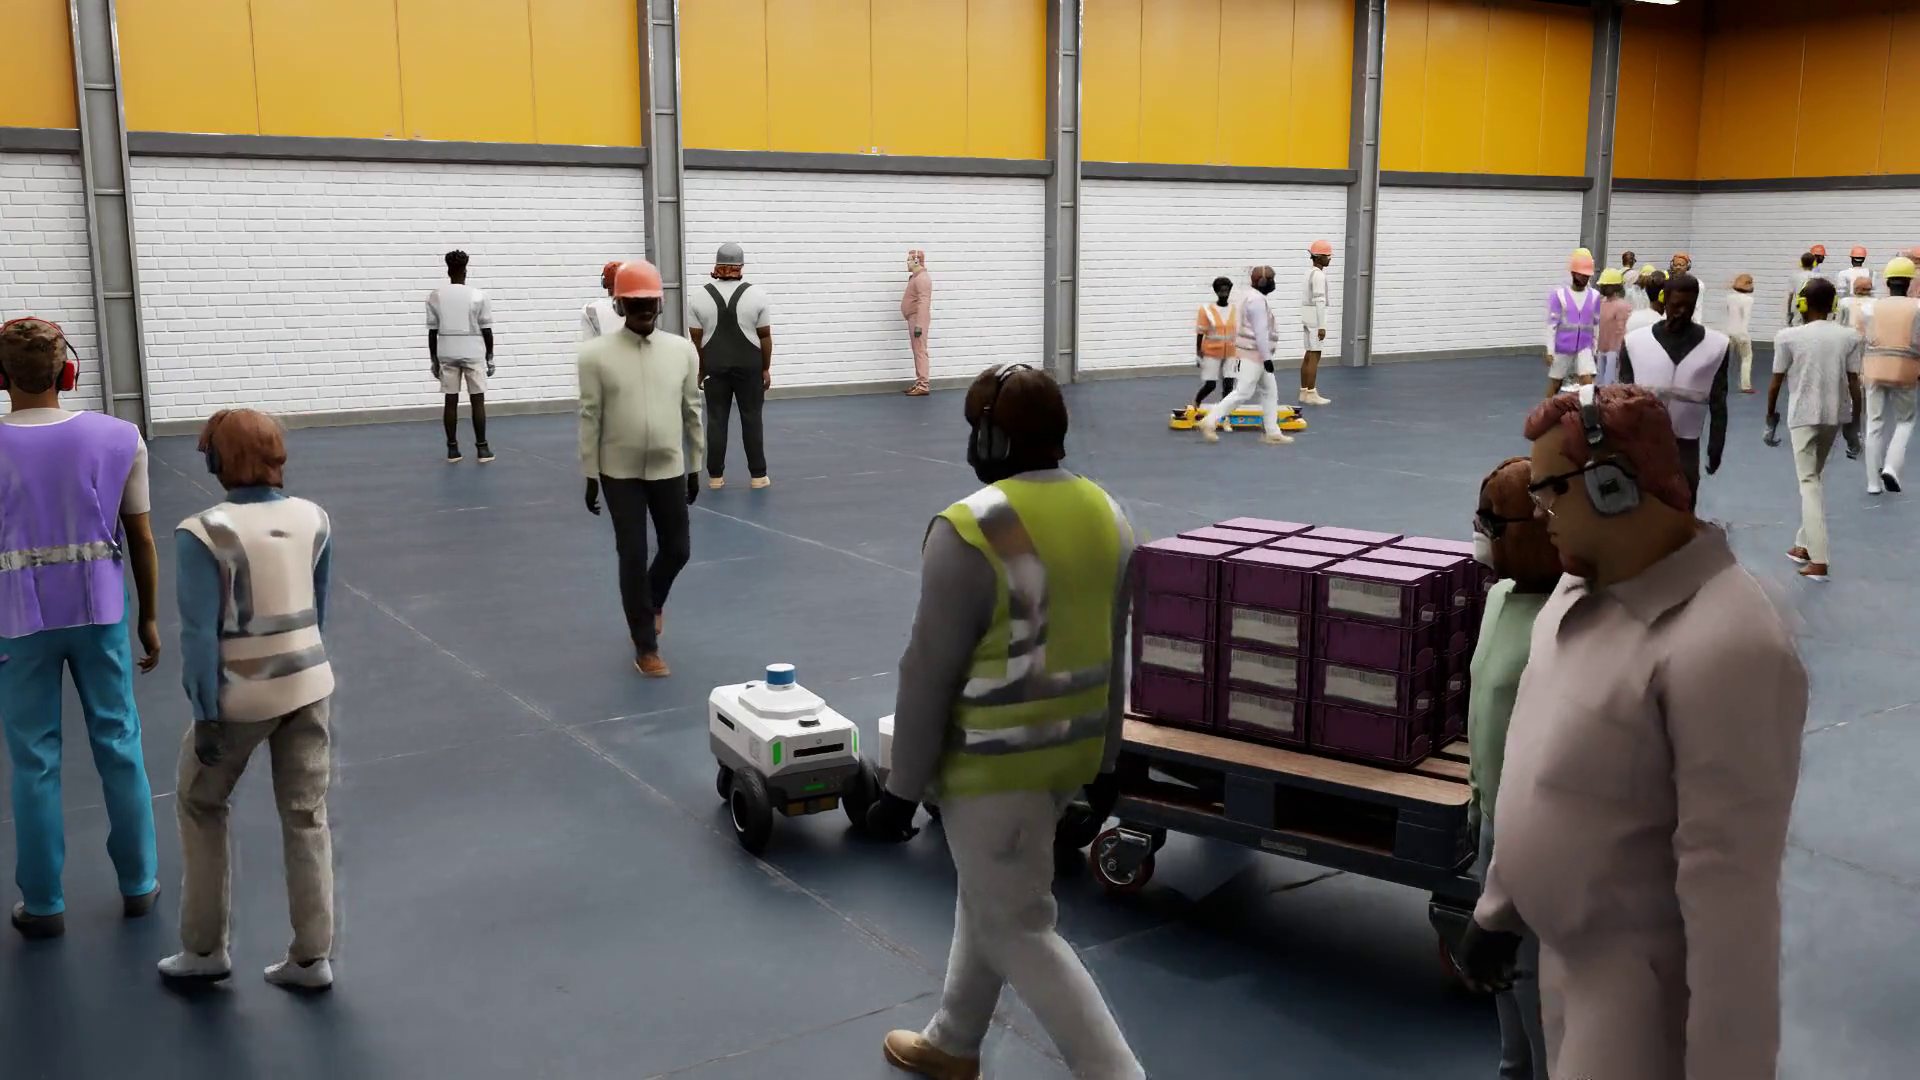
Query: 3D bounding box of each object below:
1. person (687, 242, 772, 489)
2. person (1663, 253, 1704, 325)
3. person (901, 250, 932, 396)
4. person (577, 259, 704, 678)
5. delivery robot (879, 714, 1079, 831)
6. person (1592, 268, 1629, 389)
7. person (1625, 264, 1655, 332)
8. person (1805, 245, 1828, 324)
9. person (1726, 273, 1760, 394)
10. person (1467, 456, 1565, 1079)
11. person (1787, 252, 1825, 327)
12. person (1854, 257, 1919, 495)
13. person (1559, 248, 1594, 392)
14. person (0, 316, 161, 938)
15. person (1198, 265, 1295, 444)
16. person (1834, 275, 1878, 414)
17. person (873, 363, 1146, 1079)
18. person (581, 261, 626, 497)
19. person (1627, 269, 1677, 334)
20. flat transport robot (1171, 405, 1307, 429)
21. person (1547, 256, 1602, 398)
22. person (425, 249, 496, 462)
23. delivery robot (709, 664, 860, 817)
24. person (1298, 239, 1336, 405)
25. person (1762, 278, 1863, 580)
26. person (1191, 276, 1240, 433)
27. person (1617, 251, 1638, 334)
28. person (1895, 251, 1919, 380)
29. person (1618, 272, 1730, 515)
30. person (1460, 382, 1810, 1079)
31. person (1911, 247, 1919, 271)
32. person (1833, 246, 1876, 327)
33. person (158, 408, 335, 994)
[{"bbox_3d":[-1.882,-1.442,13.777,0.680,2.000,0.537,0,10,0],"label":"person"},{"bbox_3d":[8.699,-2.538,20.232,0.576,1.880,0.355,5,11,25],"label":"person"},{"bbox_3d":[-0.574,-2.853,21.878,0.408,1.906,0.653,-1,10,-5],"label":"person"},{"bbox_3d":[-1.542,-0.358,8.016,0.619,1.976,0.643,-5,11,-25],"label":"person"},{"bbox_3d":[0.054,0.740,5.636,0.707,0.478,0.477,9,14,42],"label":"delivery robot"},{"bbox_3d":[6.965,-2.007,17.686,0.535,1.753,0.537,-2,11,-11],"label":"person"},{"bbox_3d":[9.132,-2.829,22.259,0.482,1.717,0.689,6,12,28],"label":"person"},{"bbox_3d":[14.835,-4.153,28.930,0.361,1.935,0.552,3,11,16],"label":"person"},{"bbox_3d":[10.226,-2.720,21.996,0.776,1.604,0.505,-2,10,-10],"label":"person"},{"bbox_3d":[1.208,0.629,3.571,0.279,1.624,0.494,0,10,-2],"label":"person"},{"bbox_3d":[12.654,-3.373,24.889,0.547,1.847,0.444,7,12,32],"label":"person"},{"bbox_3d":[7.500,-1.309,13.390,0.620,1.911,0.419,8,13,36],"label":"person"},{"bbox_3d":[8.302,-2.955,22.384,0.367,1.927,0.587,9,14,41],"label":"person"},{"bbox_3d":[-2.678,0.266,4.947,0.565,1.846,0.389,-8,13,-36],"label":"person"},{"bbox_3d":[2.884,-1.850,16.676,0.902,1.806,0.614,2,11,12],"label":"person"},{"bbox_3d":[10.516,-2.282,19.508,0.521,1.630,0.415,6,12,29],"label":"person"},{"bbox_3d":[0.163,0.508,3.757,0.890,1.809,0.628,8,13,37],"label":"person"},{"bbox_3d":[-2.711,-1.273,13.287,0.576,1.882,0.355,-1,10,-3],"label":"person"},{"bbox_3d":[4.873,-0.974,11.731,0.392,1.852,0.547,-1,10,-6],"label":"person"},{"bbox_3d":[3.028,-1.349,18.120,1.431,0.197,0.652,1,10,6],"label":"flat transport robot"},{"bbox_3d":[6.370,-1.991,17.247,0.559,1.876,0.985,0,10,2],"label":"person"},{"bbox_3d":[-4.604,-1.691,15.368,0.608,1.963,0.366,0,10,-1],"label":"person"},{"bbox_3d":[-0.637,0.685,5.936,0.477,0.478,0.707,-5,12,-27],"label":"delivery robot"},{"bbox_3d":[4.434,-2.691,20.615,0.379,2.041,0.616,-1,10,-3],"label":"person"},{"bbox_3d":[5.264,-0.703,10.336,0.485,1.822,0.889,0,10,1],"label":"person"},{"bbox_3d":[2.753,-1.993,17.833,0.541,1.673,0.605,-2,11,-11],"label":"person"},{"bbox_3d":[11.114,-3.899,27.822,0.341,1.839,0.501,-4,11,-21],"label":"person"},{"bbox_3d":[13.819,-3.297,24.445,0.674,1.847,0.965,-5,11,-23],"label":"person"},{"bbox_3d":[4.042,-0.581,9.500,0.592,1.889,0.792,3,11,16],"label":"person"},{"bbox_3d":[1.113,0.680,2.670,0.677,1.862,0.689,0,10,2],"label":"person"},{"bbox_3d":[14.146,-3.372,24.671,1.070,1.941,0.621,-4,11,-22],"label":"person"},{"bbox_3d":[13.684,-3.525,25.480,0.552,1.937,0.356,2,10,9],"label":"person"},{"bbox_3d":[-1.982,0.443,4.616,0.645,1.614,0.526,6,12,28],"label":"person"}]
